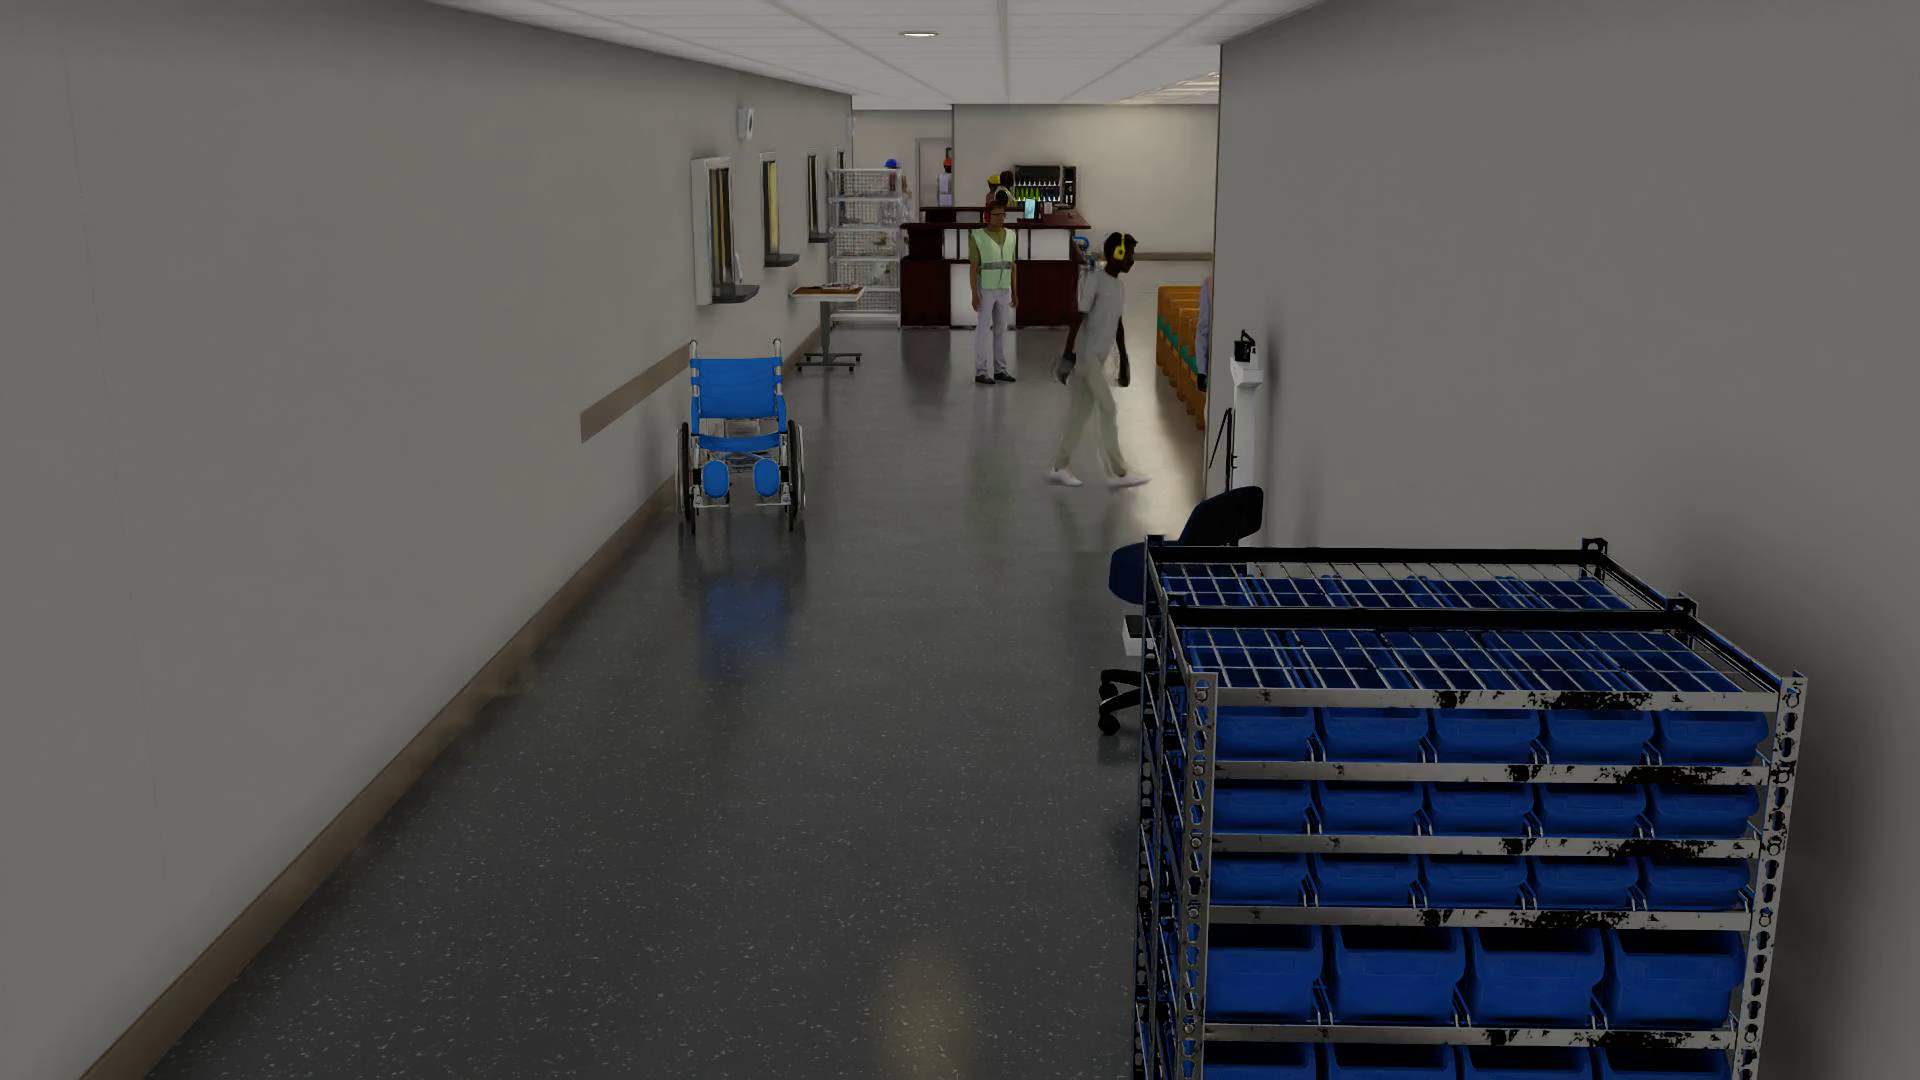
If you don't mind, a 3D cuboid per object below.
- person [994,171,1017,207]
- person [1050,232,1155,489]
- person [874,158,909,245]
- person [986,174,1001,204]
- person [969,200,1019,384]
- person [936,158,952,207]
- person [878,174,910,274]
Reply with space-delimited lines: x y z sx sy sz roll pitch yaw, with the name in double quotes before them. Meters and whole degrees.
"person" 0.796 -5.410 28.598 0.429 1.841 0.636 2 14 8
"person" 1.032 -1.260 11.807 0.874 1.809 0.600 6 15 25
"person" -1.436 -7.574 37.234 0.945 1.917 0.614 -3 14 -12
"person" 0.597 -5.508 29.151 0.314 1.767 0.534 -3 14 -12
"person" 0.325 -2.504 16.816 0.560 1.839 0.396 -10 17 -36
"person" -0.254 -7.328 36.182 0.551 1.935 0.371 10 17 35
"person" -1.169 -5.631 29.668 0.572 1.750 0.330 0 14 1
